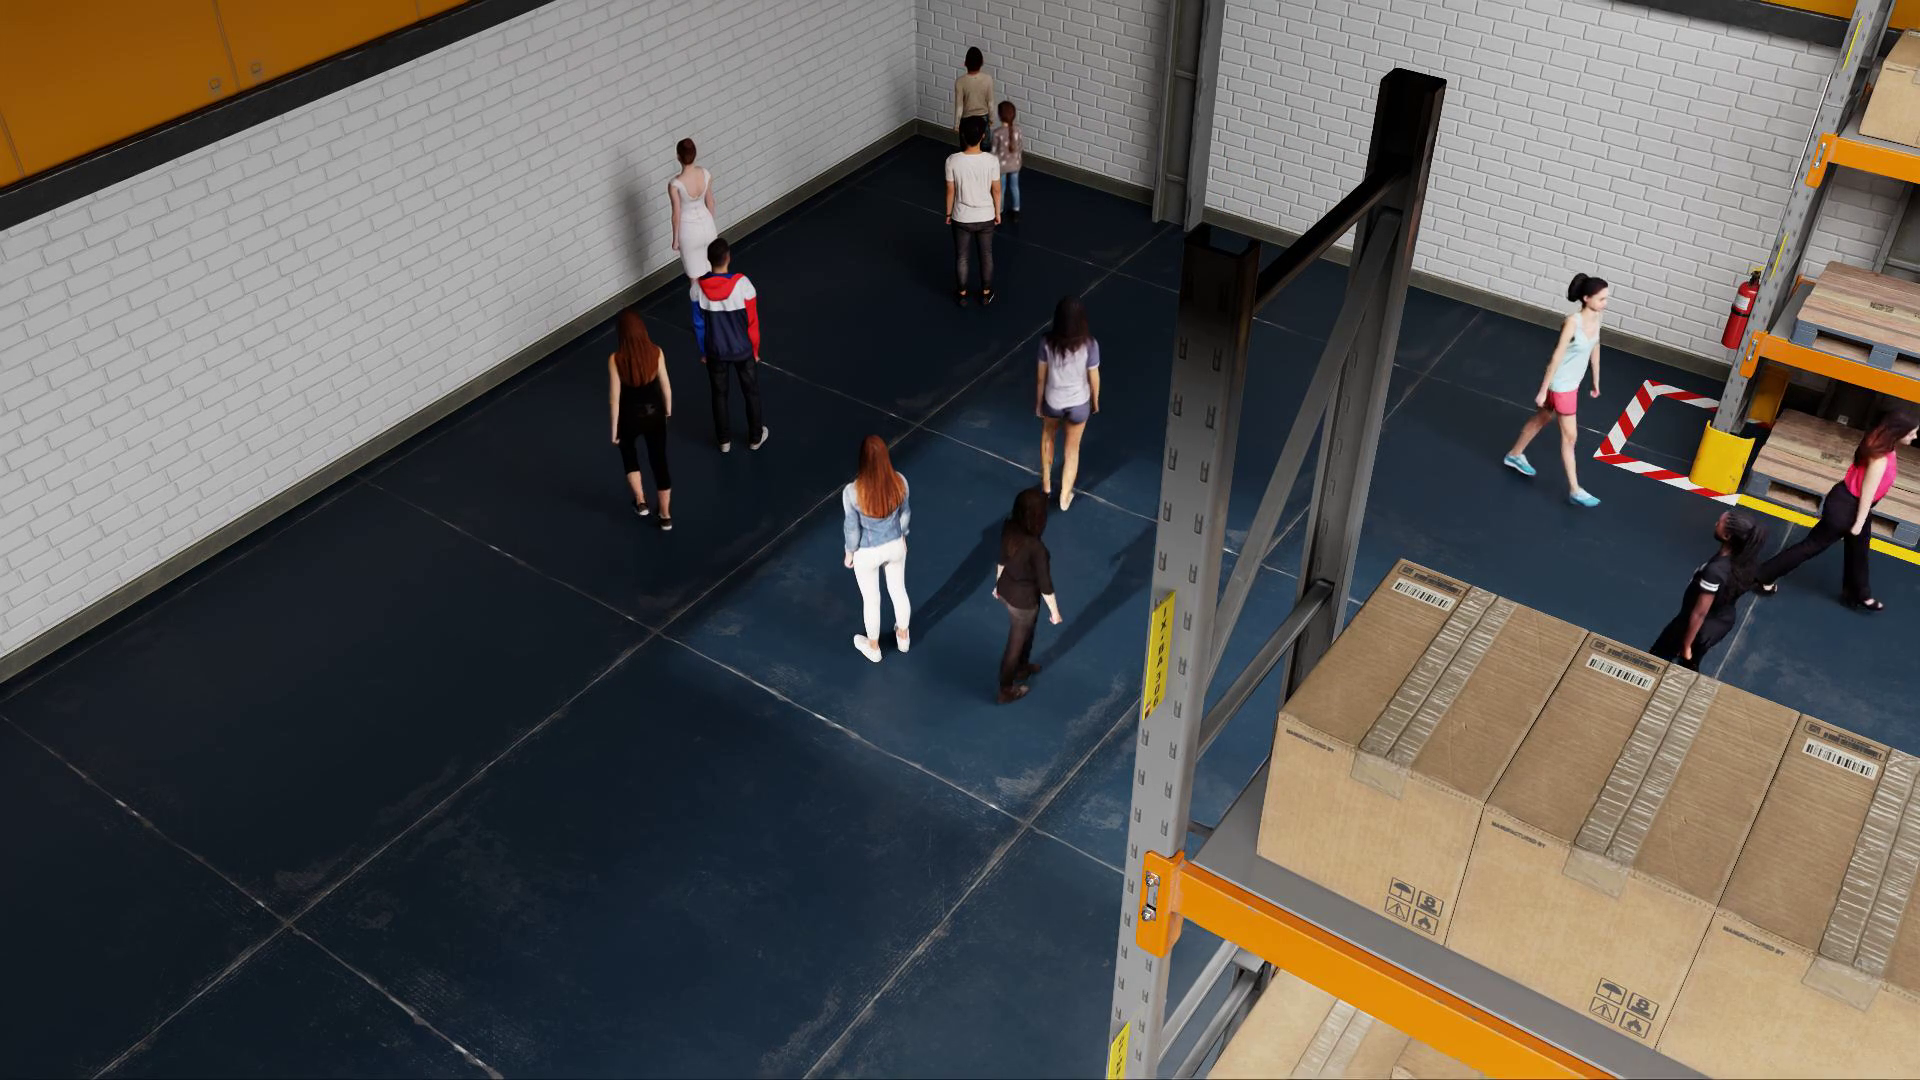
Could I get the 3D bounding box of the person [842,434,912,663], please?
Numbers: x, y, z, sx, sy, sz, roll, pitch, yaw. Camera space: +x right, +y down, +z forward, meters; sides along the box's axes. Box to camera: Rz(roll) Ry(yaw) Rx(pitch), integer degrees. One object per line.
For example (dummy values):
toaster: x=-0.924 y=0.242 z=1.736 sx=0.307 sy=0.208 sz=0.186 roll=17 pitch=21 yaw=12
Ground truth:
person: x=-0.509 y=0.068 z=10.585 sx=0.687 sy=1.702 sz=0.691 roll=-16 pitch=41 yaw=-19

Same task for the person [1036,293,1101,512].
person: x=0.746 y=-0.921 z=11.806 sx=0.638 sy=1.725 sz=0.746 roll=8 pitch=39 yaw=10

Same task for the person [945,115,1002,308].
person: x=0.107 y=-2.792 z=14.150 sx=0.668 sy=1.722 sz=0.765 roll=-1 pitch=39 yaw=-1

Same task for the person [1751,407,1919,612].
person: x=5.783 y=-0.212 z=11.002 sx=1.116 sy=1.619 sz=0.689 roll=15 pitch=41 yaw=18

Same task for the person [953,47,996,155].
person: x=0.139 y=-3.980 z=15.843 sx=0.635 sy=1.465 sz=0.679 roll=-10 pitch=40 yaw=-12

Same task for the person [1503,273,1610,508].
person: x=4.315 y=-1.151 z=12.091 sx=0.797 sy=1.729 sz=1.166 roll=-27 pitch=46 yaw=-30

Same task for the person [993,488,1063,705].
person: x=0.307 y=0.392 z=10.241 sx=0.786 sy=1.625 sz=0.709 roll=-23 pitch=44 yaw=-26

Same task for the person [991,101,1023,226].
person: x=0.436 y=-3.507 z=15.470 sx=0.564 sy=1.192 sz=0.597 roll=-13 pitch=41 yaw=-16

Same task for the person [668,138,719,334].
person: x=-2.170 y=-2.504 z=13.735 sx=0.626 sy=1.791 sz=0.579 roll=-26 pitch=45 yaw=-28

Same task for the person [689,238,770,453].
person: x=-1.730 y=-1.448 z=12.440 sx=0.677 sy=1.756 sz=0.774 roll=-1 pitch=39 yaw=-1

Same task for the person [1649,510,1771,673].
person: x=4.513 y=0.563 z=9.952 sx=0.722 sy=1.718 sz=0.803 roll=-26 pitch=45 yaw=-29

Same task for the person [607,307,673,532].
person: x=-2.214 y=-0.790 z=11.655 sx=0.782 sy=1.707 sz=0.823 roll=-13 pitch=40 yaw=-16
